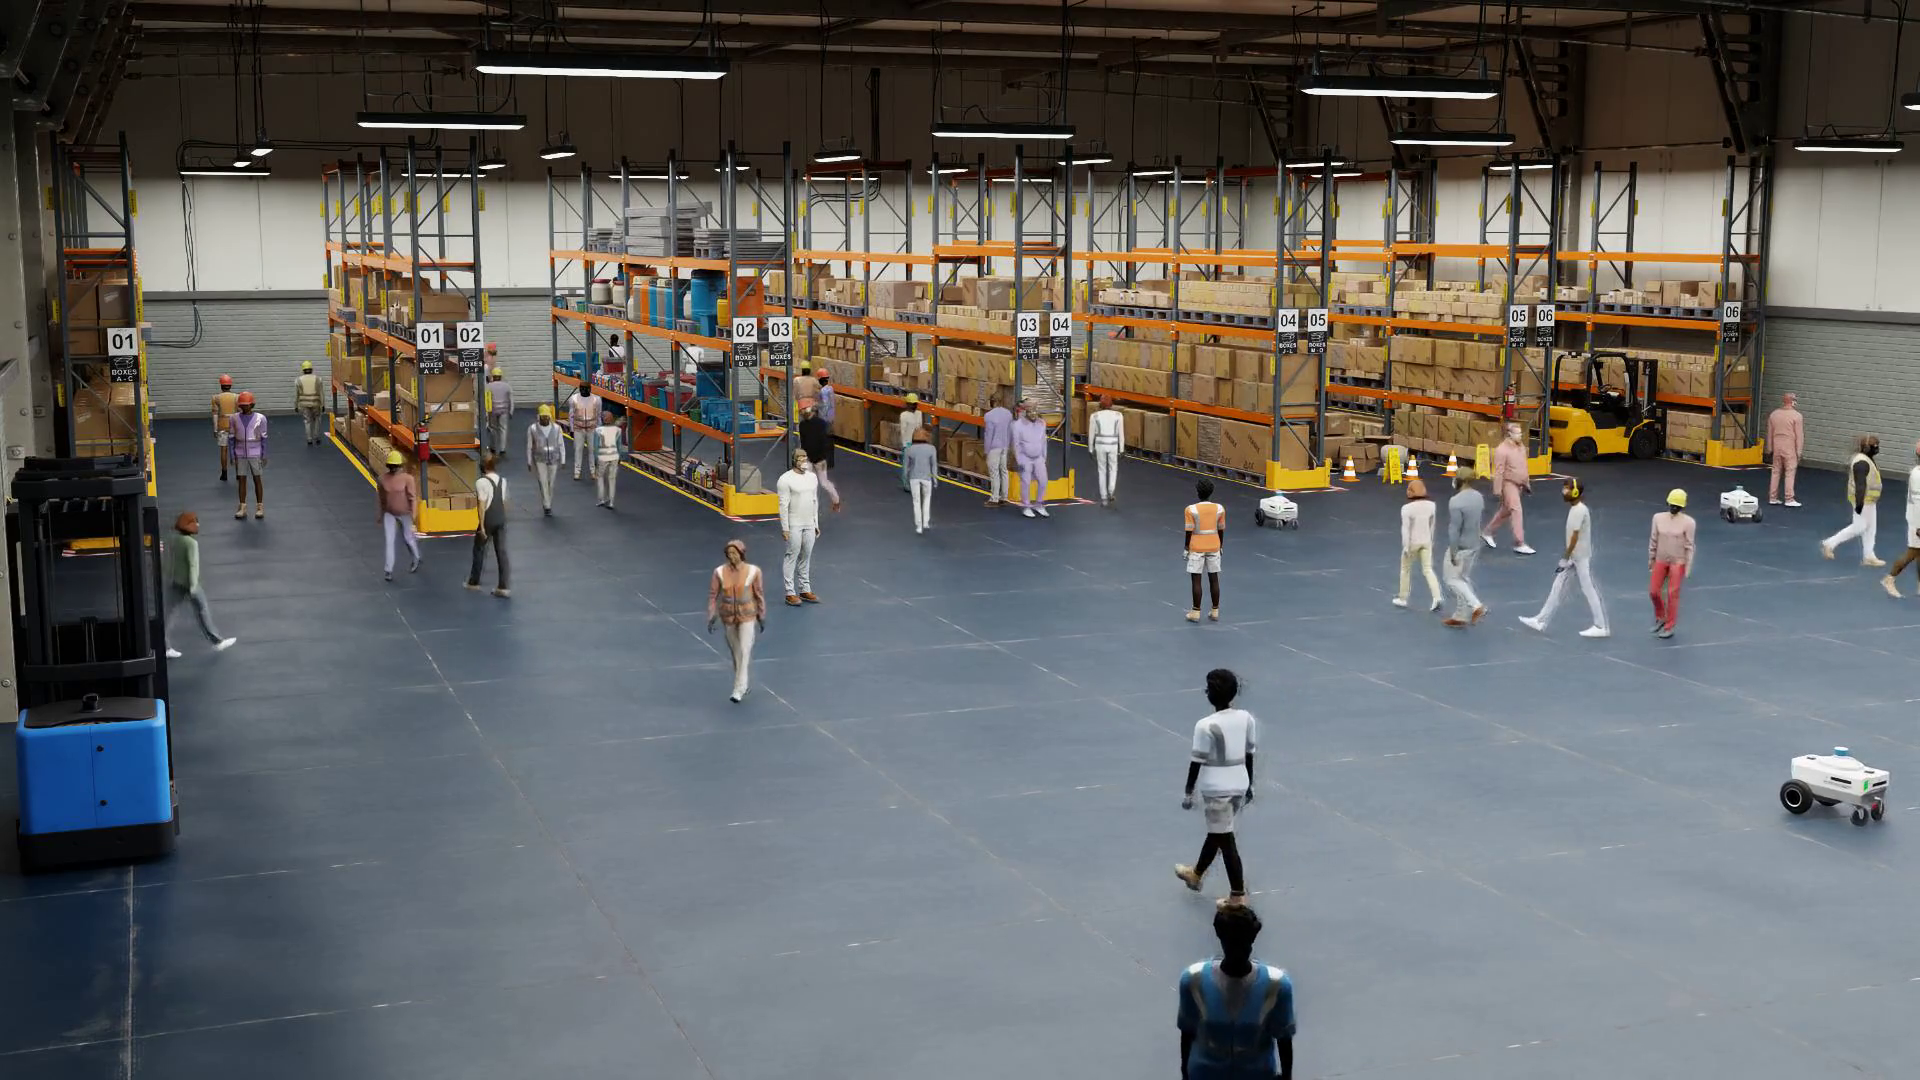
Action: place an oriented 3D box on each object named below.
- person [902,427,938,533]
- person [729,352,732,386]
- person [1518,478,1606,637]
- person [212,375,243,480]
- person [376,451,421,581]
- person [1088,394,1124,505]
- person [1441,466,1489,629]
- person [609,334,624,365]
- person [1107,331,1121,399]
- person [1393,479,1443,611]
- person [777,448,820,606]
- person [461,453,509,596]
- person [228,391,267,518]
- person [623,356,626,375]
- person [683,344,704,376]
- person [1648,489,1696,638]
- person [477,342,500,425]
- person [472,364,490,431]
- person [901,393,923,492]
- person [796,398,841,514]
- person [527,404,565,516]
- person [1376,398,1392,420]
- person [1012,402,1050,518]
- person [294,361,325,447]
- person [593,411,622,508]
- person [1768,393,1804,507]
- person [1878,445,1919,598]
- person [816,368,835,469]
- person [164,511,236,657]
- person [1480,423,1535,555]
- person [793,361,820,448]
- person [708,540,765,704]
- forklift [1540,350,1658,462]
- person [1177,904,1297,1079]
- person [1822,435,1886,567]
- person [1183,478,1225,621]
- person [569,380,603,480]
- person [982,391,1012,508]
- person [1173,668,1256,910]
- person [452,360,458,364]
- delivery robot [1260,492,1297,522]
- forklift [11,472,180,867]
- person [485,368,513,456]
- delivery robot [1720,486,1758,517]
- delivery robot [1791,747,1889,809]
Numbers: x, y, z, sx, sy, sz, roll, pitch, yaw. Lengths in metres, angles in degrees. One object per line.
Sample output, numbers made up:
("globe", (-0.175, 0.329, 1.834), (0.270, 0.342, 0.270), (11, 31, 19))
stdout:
("person", (-0.618, -0.930, 32.089), (0.531, 1.607, 0.645), (-1, 9, -6))
("person", (-5.004, -3.103, 45.442), (0.372, 1.966, 0.603), (0, 9, 3))
("person", (6.952, 0.201, 23.944), (1.004, 1.812, 0.505), (1, 9, 4))
("person", (-13.537, -2.083, 38.743), (0.551, 1.935, 0.362), (-4, 9, -24))
("person", (-7.508, -0.363, 28.000), (0.563, 1.721, 0.852), (0, 9, 2))
("person", (2.459, -1.537, 35.316), (0.613, 1.867, 0.526), (0, 9, -1))
("person", (5.875, 0.099, 24.249), (0.634, 1.919, 0.582), (-8, 12, -43))
("person", (-8.797, -4.313, 53.665), (0.398, 1.920, 0.588), (3, 9, 22))
("person", (4.027, -4.544, 55.214), (0.411, 1.917, 0.570), (1, 9, 6))
("person", (5.624, 0.055, 25.595), (0.499, 1.601, 0.791), (-3, 9, -18))
("person", (-1.987, -0.176, 26.021), (0.372, 1.940, 0.630), (7, 11, 41))
("person", (-6.038, -0.207, 26.647), (0.883, 1.805, 0.524), (6, 11, 36))
("person", (-11.445, -1.375, 33.676), (0.608, 2.042, 0.375), (-1, 9, -6))
("person", (-7.877, -3.589, 49.857), (0.524, 1.612, 0.695), (-5, 10, -28))
("person", (-6.878, -4.370, 54.087), (0.551, 1.912, 0.823), (-2, 9, -14))
("person", (8.068, 0.264, 23.798), (0.545, 1.732, 0.382), (8, 11, 42))
("person", (-11.067, -3.670, 49.218), (0.662, 1.976, 0.619), (-2, 9, -15))
("person", (-11.032, -3.442, 48.165), (0.519, 1.832, 0.937), (-4, 10, -27))
("person", (-0.796, -1.709, 36.874), (0.544, 1.746, 0.601), (-8, 12, -42))
("person", (-2.272, -1.317, 33.617), (0.653, 1.951, 0.849), (6, 10, 36))
("person", (-6.760, -1.330, 34.192), (0.598, 1.796, 0.889), (-4, 9, -23))
("person", (9.797, -3.434, 48.431), (0.490, 1.736, 0.324), (7, 11, 39))
("person", (1.162, -1.281, 33.584), (0.657, 1.878, 0.642), (-4, 9, -26))
("person", (-13.866, -2.904, 44.629), (0.624, 1.805, 0.735), (-2, 9, -16))
("person", (-5.883, -1.340, 34.822), (0.528, 1.617, 0.491), (-5, 10, -32))
("person", (13.856, -1.516, 35.062), (0.403, 1.906, 0.651), (-5, 10, -29))
("person", (12.049, -0.263, 26.373), (0.828, 2.023, 0.616), (6, 10, 34))
("person", (-2.618, -2.359, 40.586), (0.375, 1.934, 0.548), (2, 9, 10))
("person", (-8.387, 0.471, 22.852), (0.516, 1.586, 0.845), (7, 11, 39))
("person", (7.919, -0.773, 30.249), (0.946, 1.874, 0.640), (8, 11, 42))
("person", (-3.187, -2.743, 43.210), (0.621, 1.907, 0.460), (-3, 9, -20))
("person", (-2.213, 0.799, 20.637), (0.538, 1.589, 0.853), (2, 9, 11))
("forklift", (12.897, -2.725, 42.309), (2.313, 2.155, 1.214), (-3, 9, -21))
("person", (1.260, 2.427, 9.582), (0.540, 1.673, 0.788), (1, 9, 8))
("person", (12.416, -0.555, 28.966), (0.742, 1.821, 0.631), (5, 10, 32))
("person", (2.894, 0.115, 24.883), (0.541, 1.695, 0.316), (-3, 9, -20))
("person", (-6.927, -2.037, 38.767), (0.620, 1.840, 0.430), (-2, 9, -12))
("person", (0.603, -1.510, 34.915), (0.373, 1.940, 0.629), (7, 11, 39))
("person", (1.716, 1.696, 14.425), (0.548, 1.655, 0.819), (-8, 12, -42))
("person", (-10.335, -2.698, 42.781), (0.624, 1.965, 0.909), (-4, 9, -23))
("delivery robot", (4.970, -0.507, 32.648), (0.477, 0.478, 0.707), (-3, 9, -17))
("forklift", (-6.630, 0.886, 15.957), (1.129, 2.768, 1.873), (-3, 9, -21))
("person", (-9.446, -2.623, 42.838), (0.614, 1.781, 0.927), (-3, 9, -20))
("delivery robot", (12.416, -0.615, 33.367), (0.477, 0.478, 0.707), (-1, 8, -4))
("delivery robot", (6.998, 1.892, 16.655), (0.477, 0.478, 0.707), (-6, 10, -33))
